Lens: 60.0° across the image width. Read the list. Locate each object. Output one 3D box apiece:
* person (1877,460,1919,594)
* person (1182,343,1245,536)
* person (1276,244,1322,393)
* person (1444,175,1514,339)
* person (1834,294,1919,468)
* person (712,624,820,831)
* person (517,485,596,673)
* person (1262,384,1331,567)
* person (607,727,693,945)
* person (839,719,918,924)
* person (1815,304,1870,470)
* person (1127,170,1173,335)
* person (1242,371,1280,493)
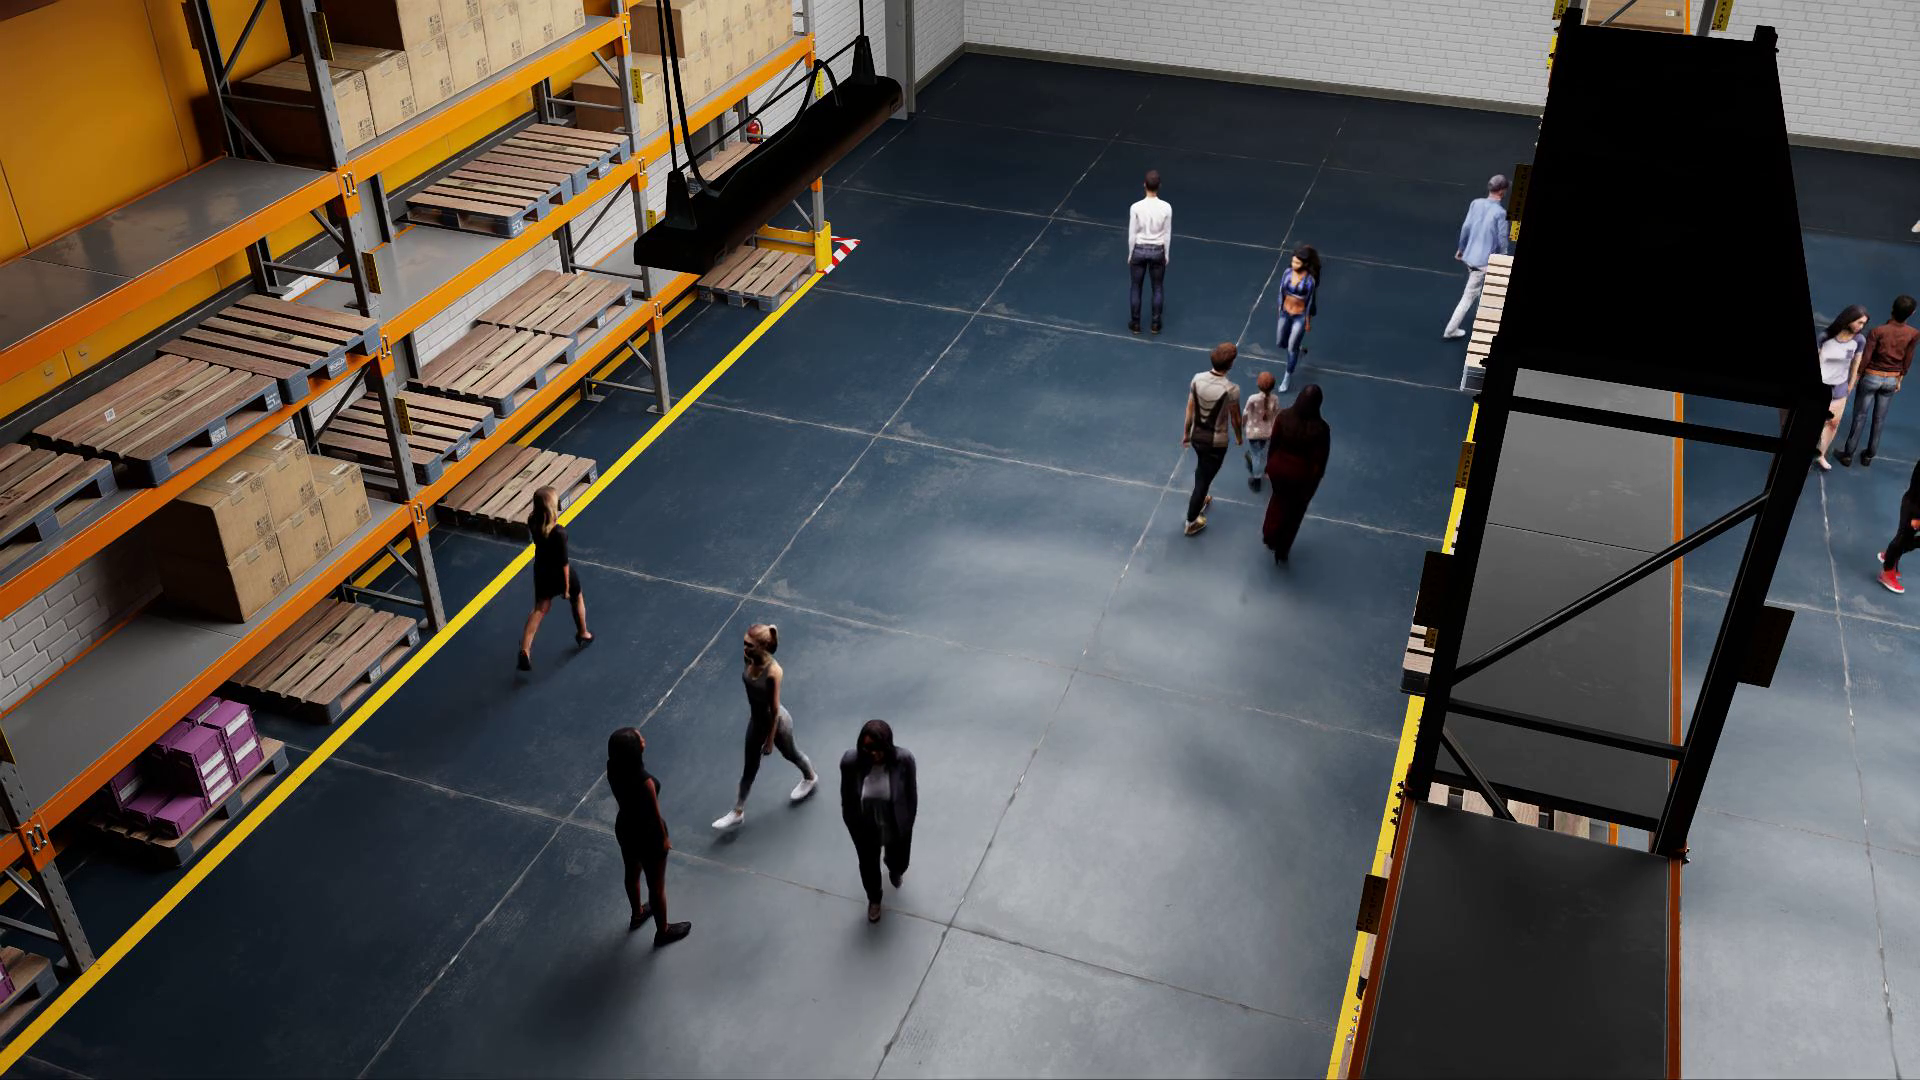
[{"bbox_3d":[8.182,-0.335,14.282,0.753,1.664,0.812,-14,36,-20],"label":"person"},{"bbox_3d":[2.190,-0.859,14.890,0.813,1.864,0.951,24,40,32],"label":"person"},{"bbox_3d":[3.528,-2.334,17.339,0.782,1.609,0.906,25,41,33],"label":"person"},{"bbox_3d":[5.631,-3.053,18.208,1.206,1.844,1.134,-17,37,-23],"label":"person"},{"bbox_3d":[8.825,-1.521,15.959,0.688,1.781,0.603,3,34,5],"label":"person"},{"bbox_3d":[-1.284,1.284,11.860,0.909,1.648,1.210,28,43,35],"label":"person"},{"bbox_3d":[-3.312,0.334,13.293,0.709,1.645,1.092,18,38,25],"label":"person"},{"bbox_3d":[2.871,-0.523,14.494,0.775,1.741,0.822,19,38,26],"label":"person"},{"bbox_3d":[-2.078,1.909,10.836,0.657,1.741,0.637,25,41,33],"label":"person"},{"bbox_3d":[-0.528,1.817,11.113,0.815,1.587,0.889,-1,34,-2],"label":"person"},{"bbox_3d":[8.371,-1.523,16.043,0.639,1.693,0.658,14,36,20],"label":"person"},{"bbox_3d":[2.078,-3.162,18.349,0.686,1.869,0.667,1,34,2],"label":"person"},{"bbox_3d":[2.846,-1.004,15.738,0.708,1.165,0.857,-6,34,-9],"label":"person"}]
